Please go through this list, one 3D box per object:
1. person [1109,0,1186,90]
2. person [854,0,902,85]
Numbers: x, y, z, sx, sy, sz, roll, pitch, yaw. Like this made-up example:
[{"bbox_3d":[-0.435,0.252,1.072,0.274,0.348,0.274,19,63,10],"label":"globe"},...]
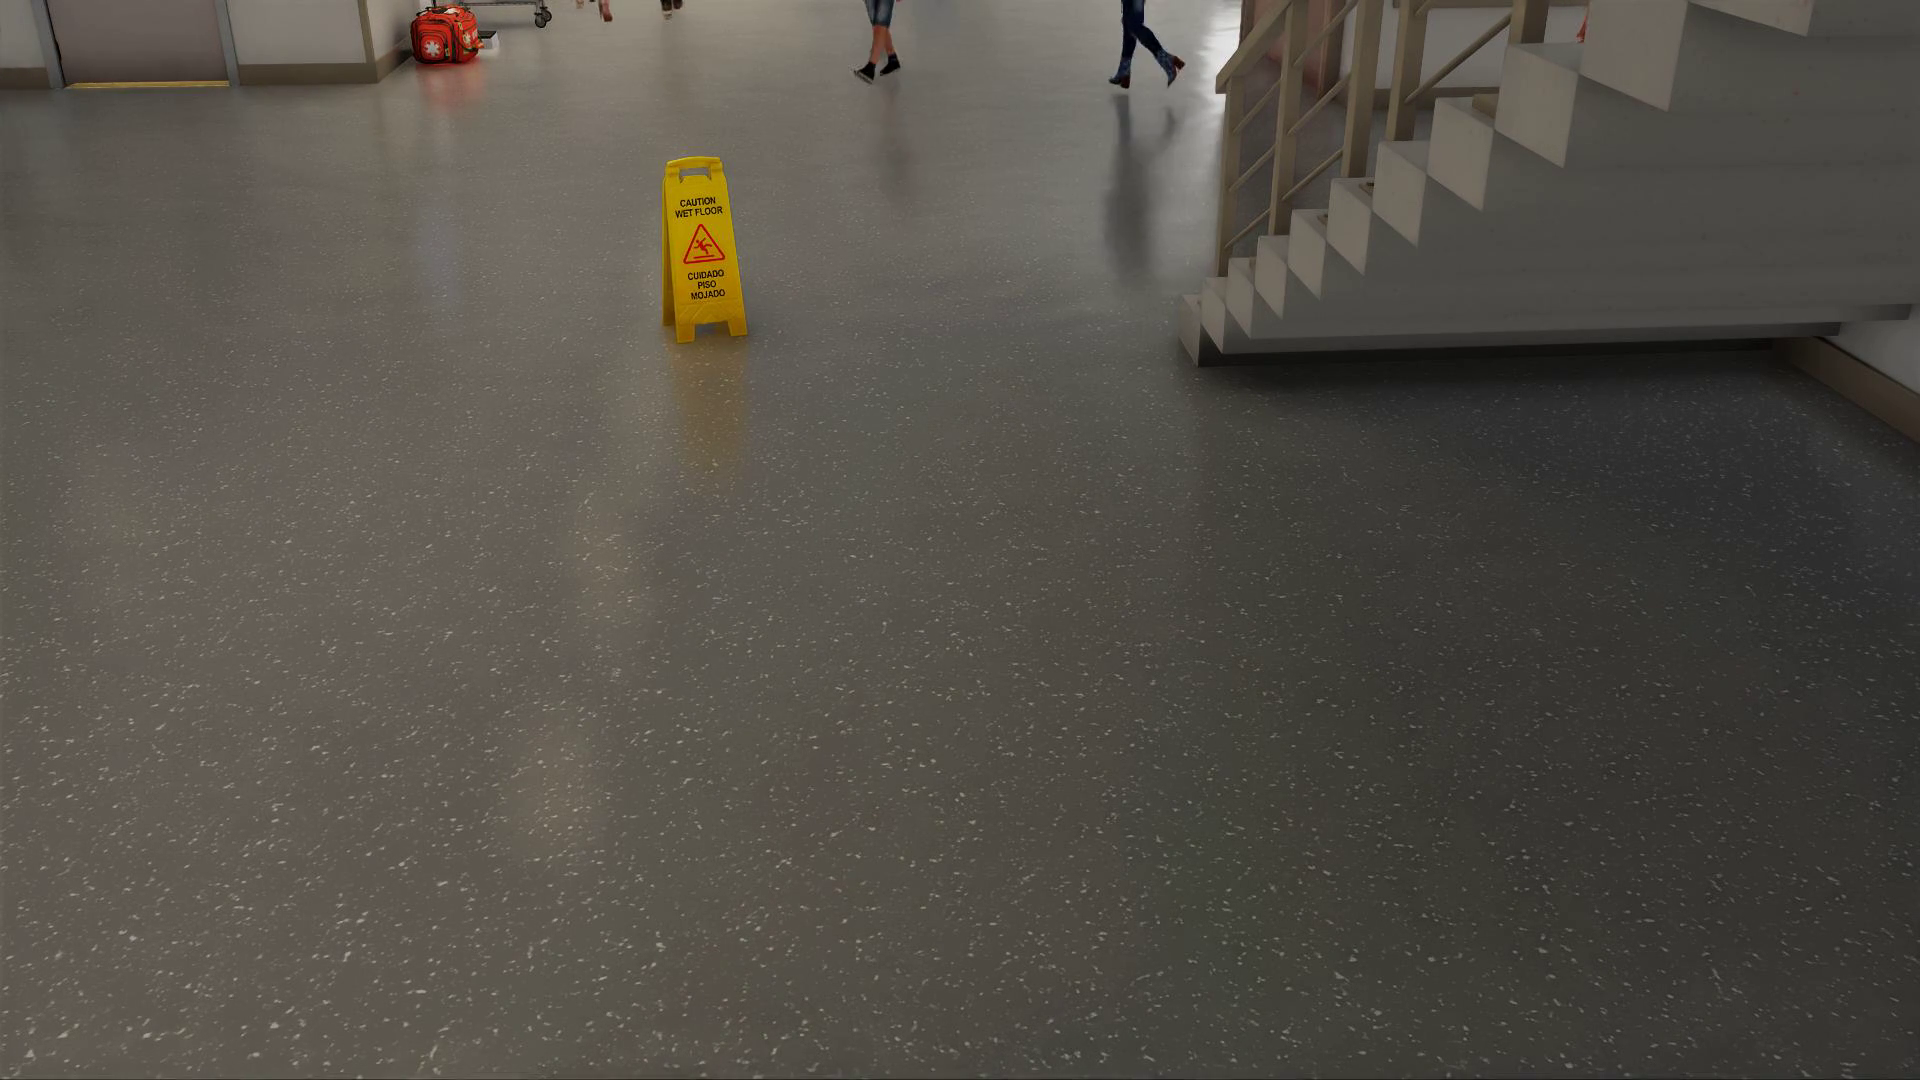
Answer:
[{"bbox_3d":[1.370,-4.102,12.269,1.062,1.597,0.974,23,34,39],"label":"person"},{"bbox_3d":[-0.586,-4.243,12.779,0.897,1.407,1.042,14,29,27],"label":"person"}]
